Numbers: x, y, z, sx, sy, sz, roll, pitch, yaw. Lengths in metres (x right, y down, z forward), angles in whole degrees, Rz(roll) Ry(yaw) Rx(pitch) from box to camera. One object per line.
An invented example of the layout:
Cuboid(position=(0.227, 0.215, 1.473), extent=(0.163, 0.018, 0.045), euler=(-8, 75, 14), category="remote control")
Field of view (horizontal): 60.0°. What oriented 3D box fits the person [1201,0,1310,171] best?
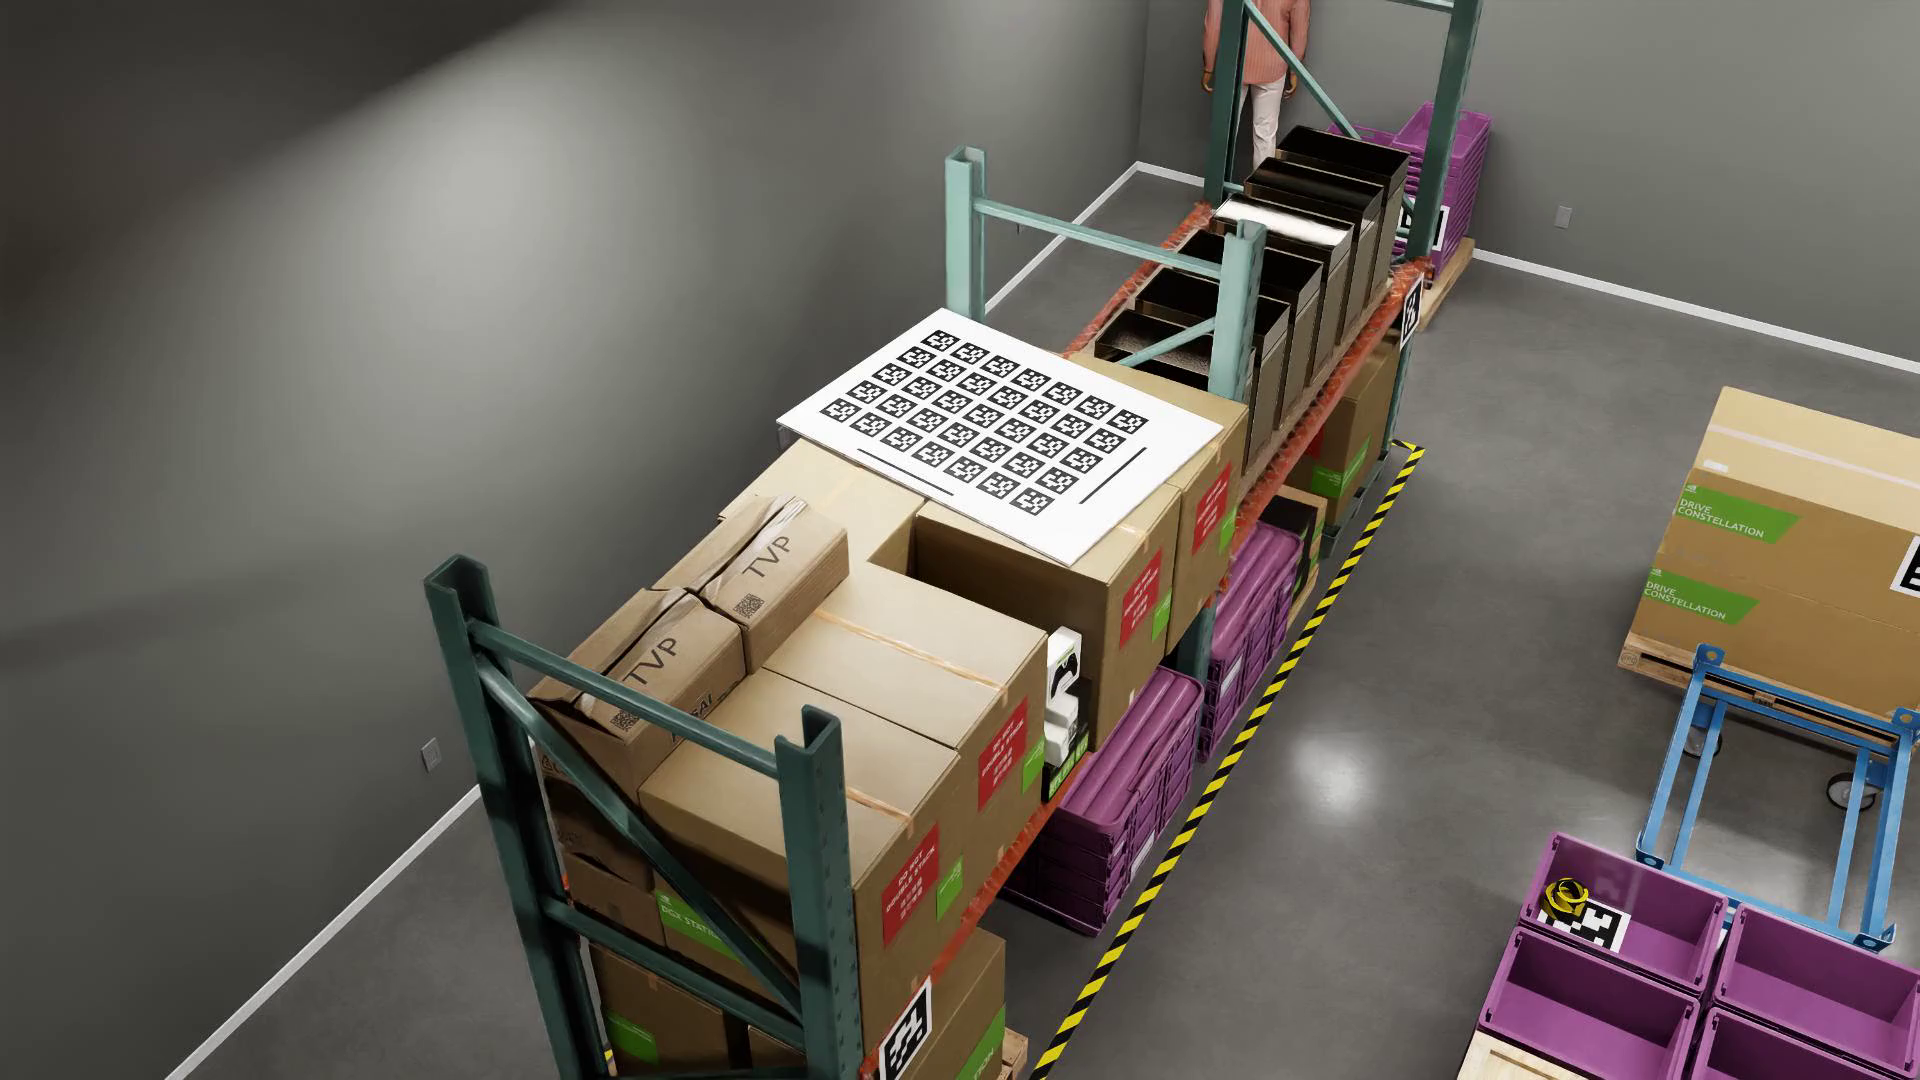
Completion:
Cuboid(position=(1.739, -2.829, 9.926), extent=(0.611, 1.995, 0.381), euler=(4, 40, 5), category="person")
